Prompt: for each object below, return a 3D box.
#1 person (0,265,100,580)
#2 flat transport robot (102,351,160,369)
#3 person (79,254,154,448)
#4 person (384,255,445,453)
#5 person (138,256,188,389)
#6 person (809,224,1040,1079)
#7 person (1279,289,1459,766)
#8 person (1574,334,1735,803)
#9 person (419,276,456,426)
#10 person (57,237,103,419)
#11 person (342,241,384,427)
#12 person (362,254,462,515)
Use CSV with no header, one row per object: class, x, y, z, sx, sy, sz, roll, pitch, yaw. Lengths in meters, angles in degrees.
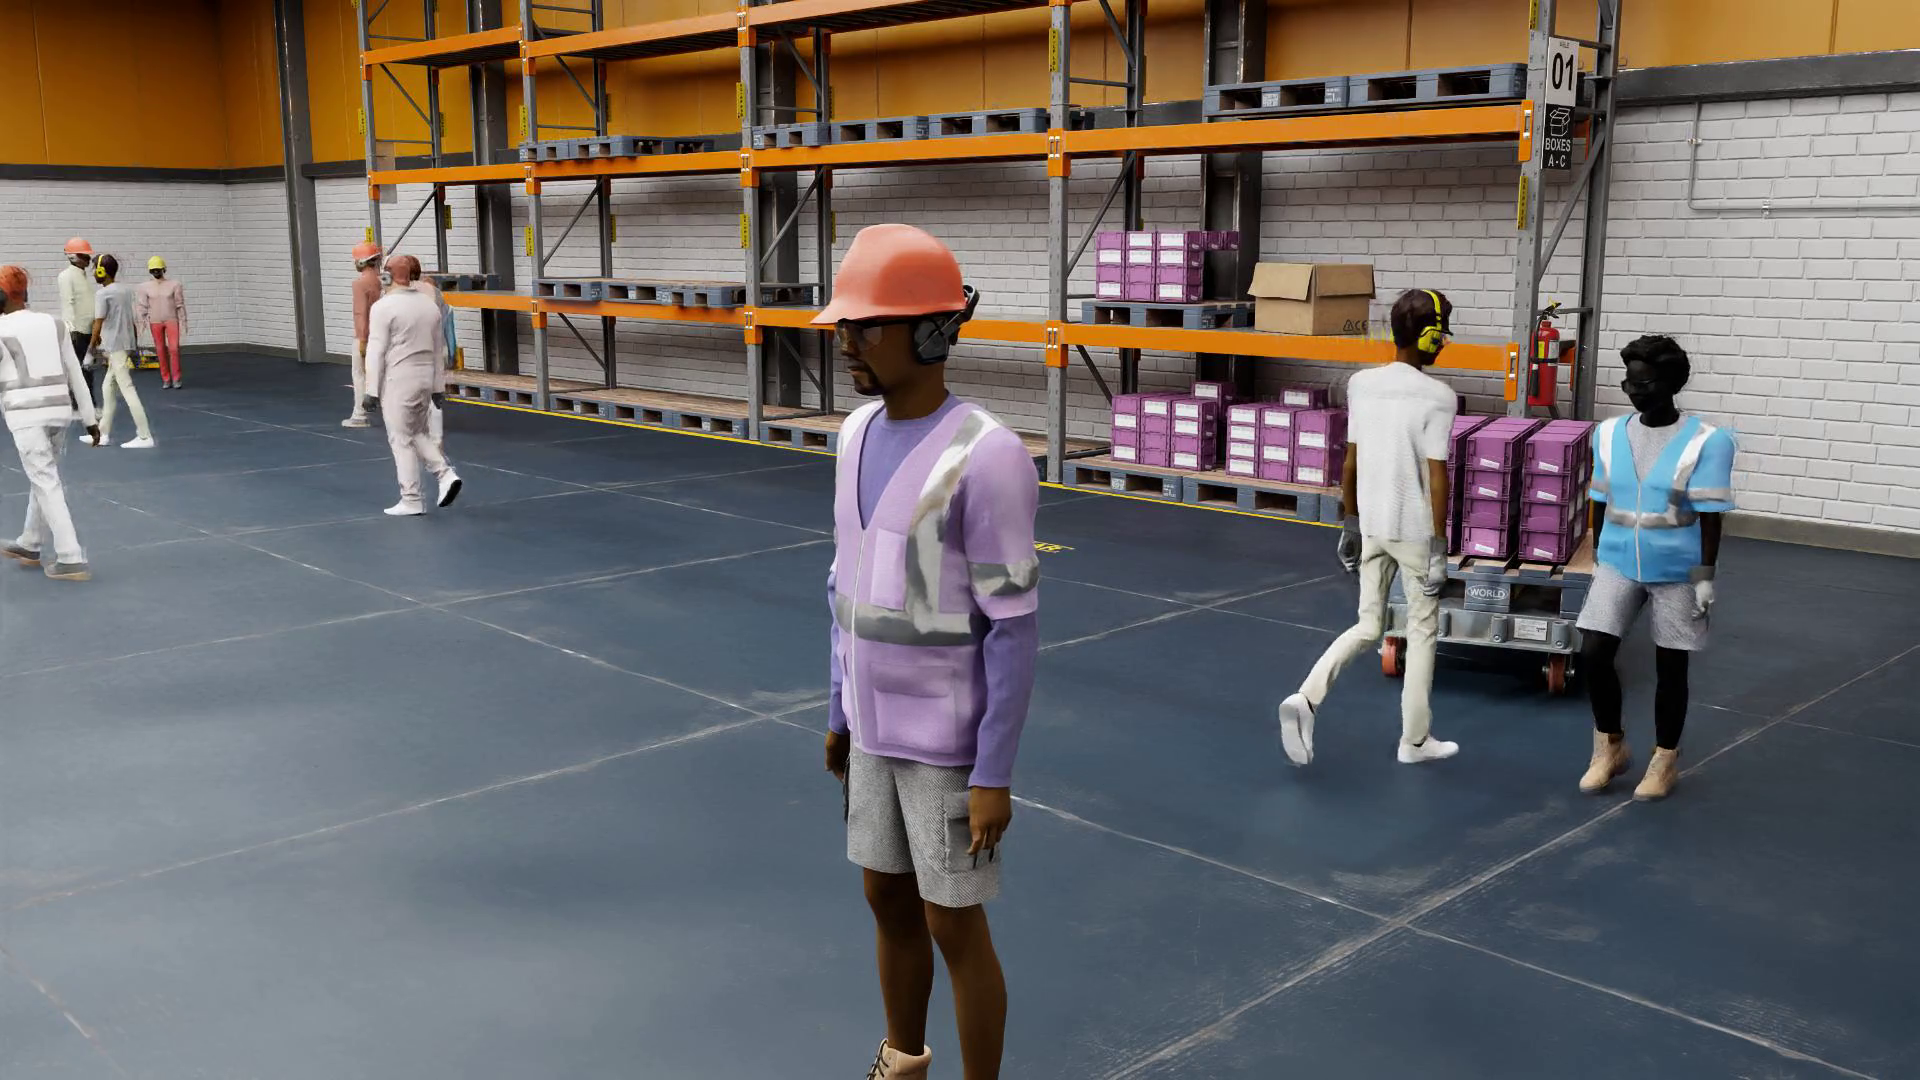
person,-5.561,-0.695,9.883,0.938,1.838,0.637,4,11,22
flat transport robot,-12.676,-2.757,25.405,0.652,0.197,1.431,-6,12,-31
person,-8.129,-1.774,15.790,0.864,1.828,0.542,0,10,0
person,-5.044,-1.699,15.351,0.429,1.841,0.633,7,13,35
person,-10.439,-2.829,21.765,0.559,1.736,0.725,-3,11,-17
person,-0.111,0.384,3.443,0.382,2.041,0.616,-8,13,-36
person,1.586,-0.013,6.217,0.758,1.836,0.530,-8,13,-36
person,2.435,0.118,5.884,0.541,1.676,0.475,10,14,43
person,-5.497,-1.935,17.286,0.520,1.602,0.809,-6,12,-31
person,-9.684,-2.329,18.369,0.391,1.994,0.617,-1,10,-4
person,-6.112,-2.155,17.513,0.894,1.968,0.626,3,11,14
person,-3.976,-1.098,11.967,0.484,1.888,0.642,3,11,18
